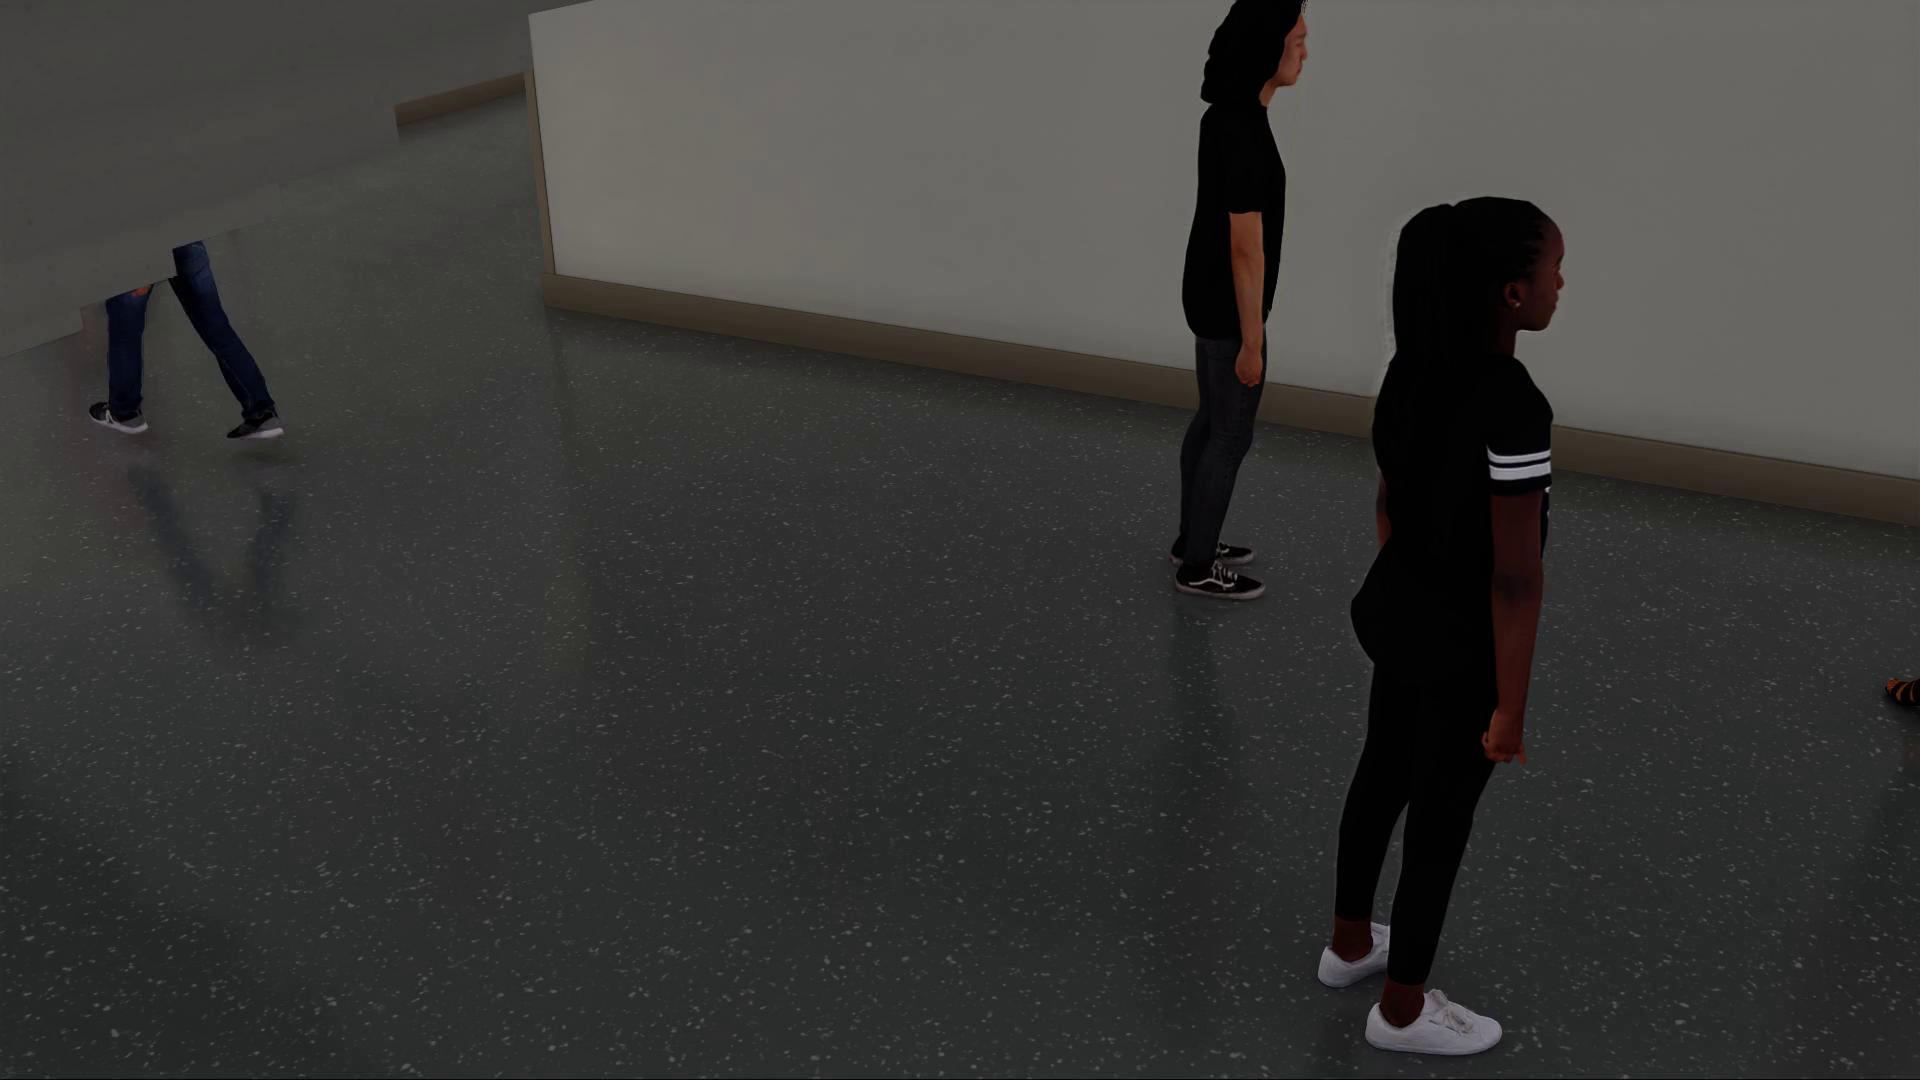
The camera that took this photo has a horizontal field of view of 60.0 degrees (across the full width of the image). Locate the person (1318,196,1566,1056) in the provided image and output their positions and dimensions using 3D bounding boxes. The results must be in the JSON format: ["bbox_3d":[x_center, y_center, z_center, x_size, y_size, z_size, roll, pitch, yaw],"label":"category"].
[{"bbox_3d":[0.924,0.198,3.183,0.748,1.729,0.706,-6,26,-13],"label":"person"}]

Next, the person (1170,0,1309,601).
[{"bbox_3d":[0.788,-0.704,4.925,0.692,1.827,0.707,-1,26,-2],"label":"person"}]
